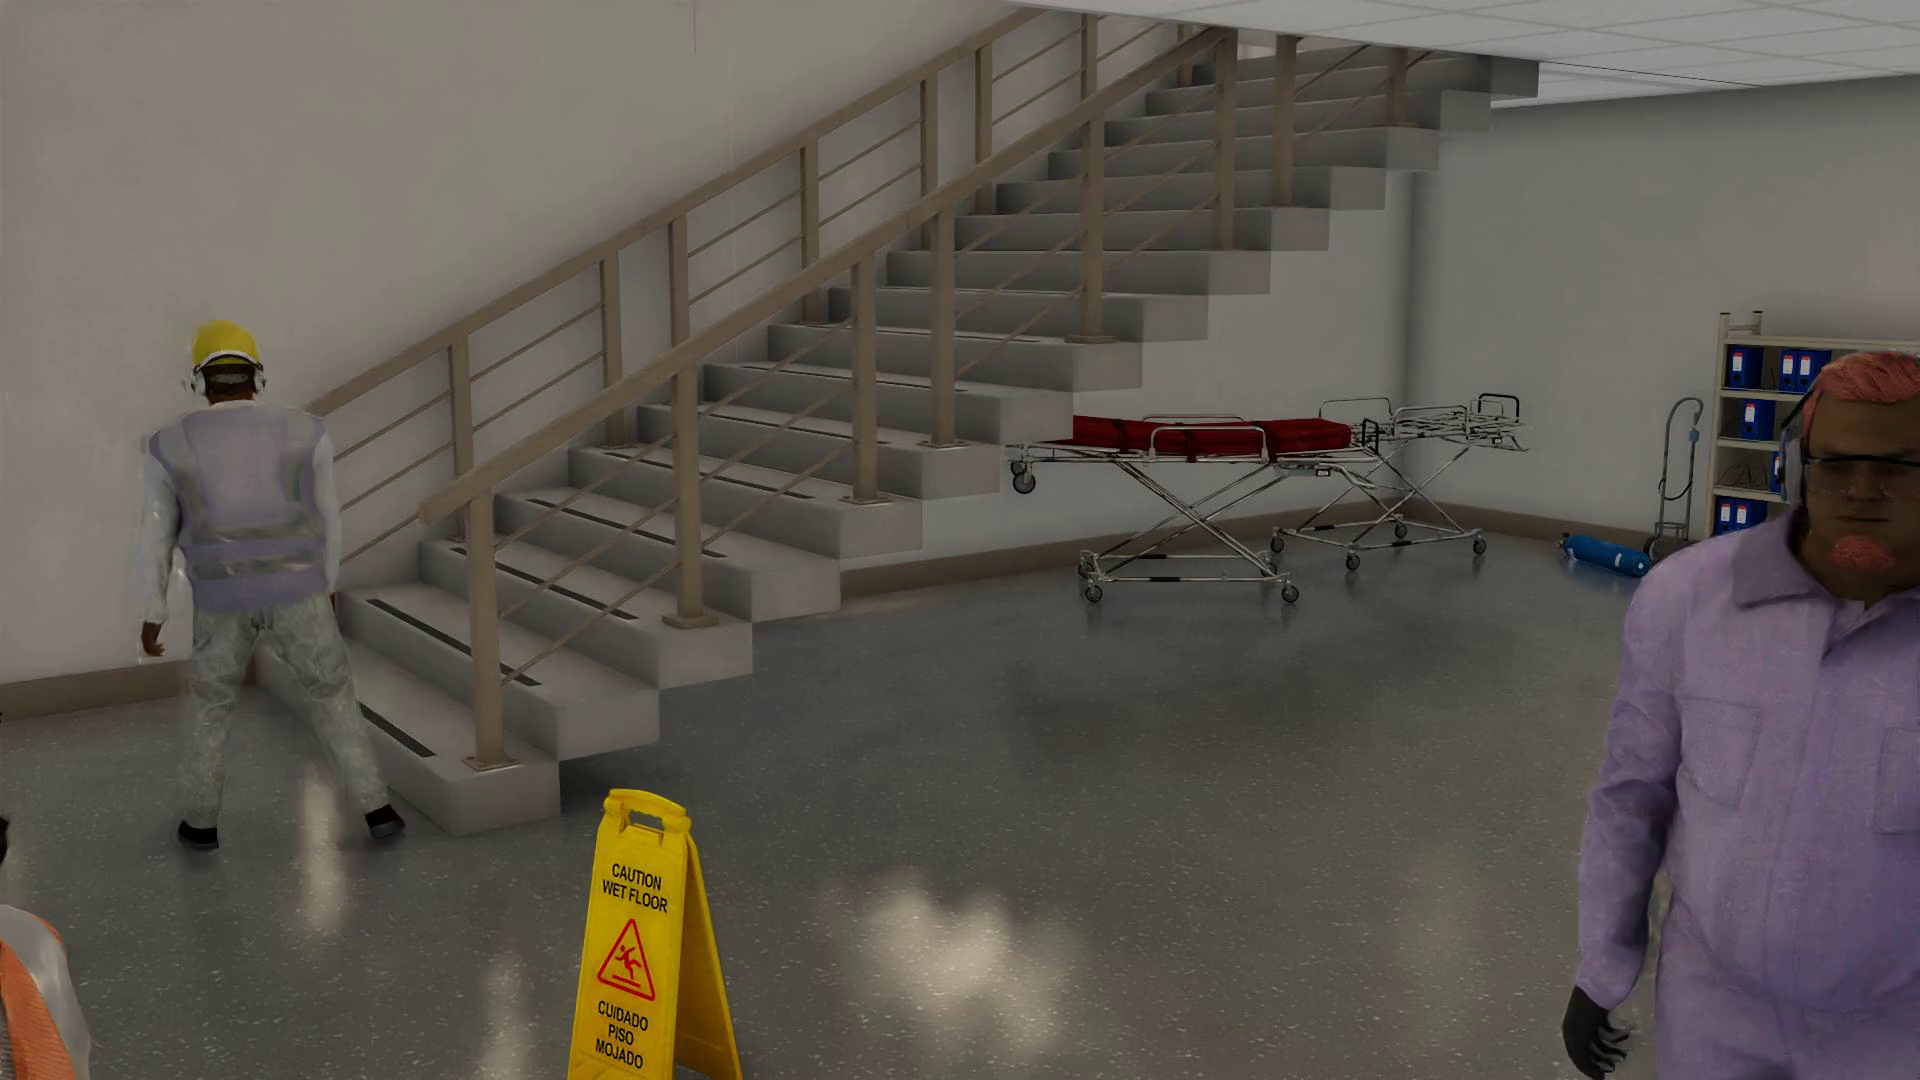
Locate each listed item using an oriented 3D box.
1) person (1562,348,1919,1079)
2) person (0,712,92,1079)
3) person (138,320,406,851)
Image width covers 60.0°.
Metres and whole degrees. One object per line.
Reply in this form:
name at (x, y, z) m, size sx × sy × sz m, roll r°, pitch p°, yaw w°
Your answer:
person at (1.226, 0.674, 2.403) m, size 0.660 × 1.894 × 0.419 m, roll 8°, pitch 13°, yaw 40°
person at (-0.951, 0.920, 1.526) m, size 0.317 × 1.698 × 0.540 m, roll 1°, pitch 10°, yaw 4°
person at (-2.342, 0.172, 5.604) m, size 0.769 × 1.790 × 0.526 m, roll -4°, pitch 11°, yaw -21°
